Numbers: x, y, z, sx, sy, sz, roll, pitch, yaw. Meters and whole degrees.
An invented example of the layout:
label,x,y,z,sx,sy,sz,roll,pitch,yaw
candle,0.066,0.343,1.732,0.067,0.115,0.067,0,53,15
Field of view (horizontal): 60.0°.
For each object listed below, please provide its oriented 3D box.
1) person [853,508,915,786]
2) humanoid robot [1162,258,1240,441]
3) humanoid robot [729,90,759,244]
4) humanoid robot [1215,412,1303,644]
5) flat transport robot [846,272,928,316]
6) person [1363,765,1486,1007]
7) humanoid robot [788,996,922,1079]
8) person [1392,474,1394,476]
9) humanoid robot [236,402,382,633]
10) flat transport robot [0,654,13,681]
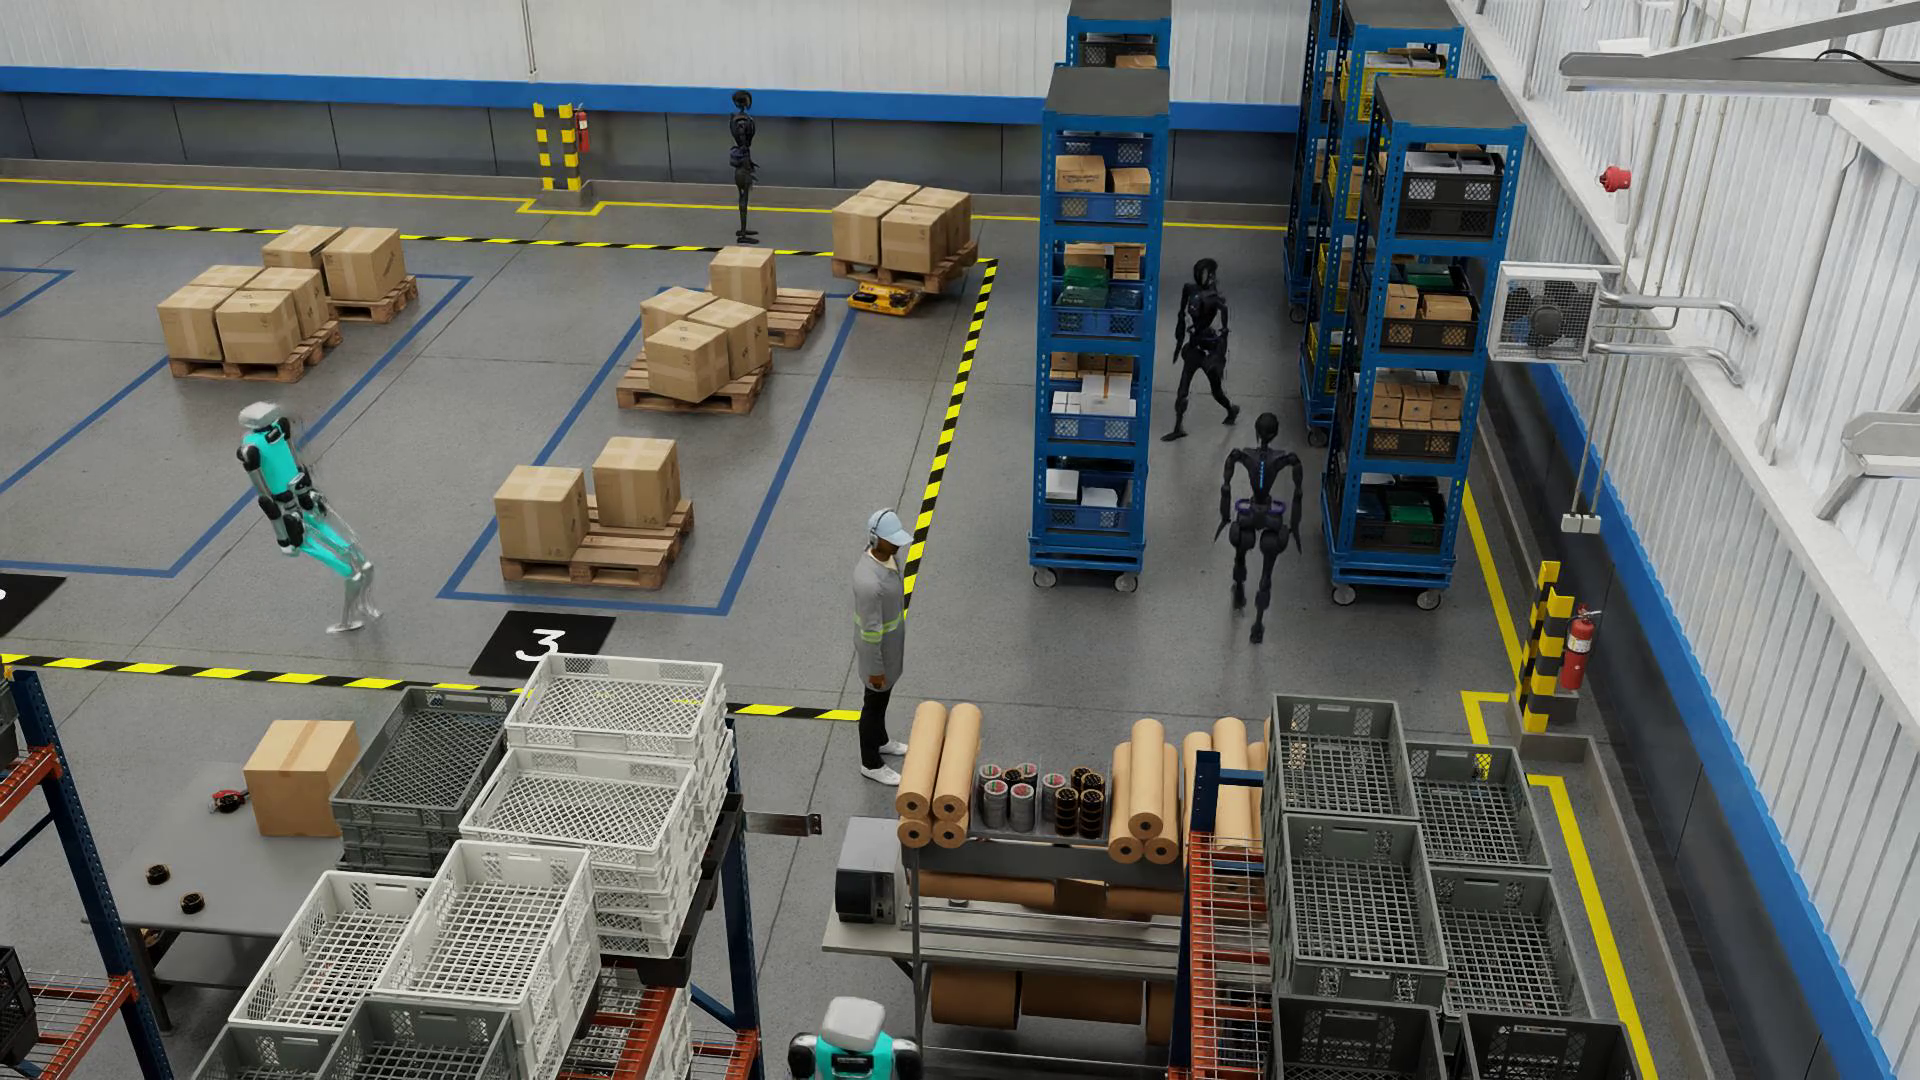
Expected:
label,x,y,z,sx,sy,sz,roll,pitch,yaw
person,-0.442,0.625,10.028,0.388,1.849,0.597,4,30,7
humanoid robot,2.109,-1.643,14.169,0.825,1.640,0.584,-23,38,-34
humanoid robot,-2.377,-4.135,18.364,0.315,1.655,0.599,-2,30,-4
humanoid robot,2.081,-0.135,11.526,0.593,1.636,0.712,6,31,11
flat transport robot,-0.571,-2.720,17.317,0.652,0.197,1.431,13,32,21
person,2.298,1.878,7.786,0.768,1.932,0.629,14,33,22
humanoid robot,-0.417,2.719,6.618,0.538,1.856,0.745,2,30,3
person,3.421,-1.043,12.812,0.373,1.934,0.627,-13,33,-22
humanoid robot,-4.367,-0.105,11.402,0.808,1.769,0.559,4,30,7
flat transport robot,-7.142,0.969,11.010,1.431,0.231,0.659,3,30,6
